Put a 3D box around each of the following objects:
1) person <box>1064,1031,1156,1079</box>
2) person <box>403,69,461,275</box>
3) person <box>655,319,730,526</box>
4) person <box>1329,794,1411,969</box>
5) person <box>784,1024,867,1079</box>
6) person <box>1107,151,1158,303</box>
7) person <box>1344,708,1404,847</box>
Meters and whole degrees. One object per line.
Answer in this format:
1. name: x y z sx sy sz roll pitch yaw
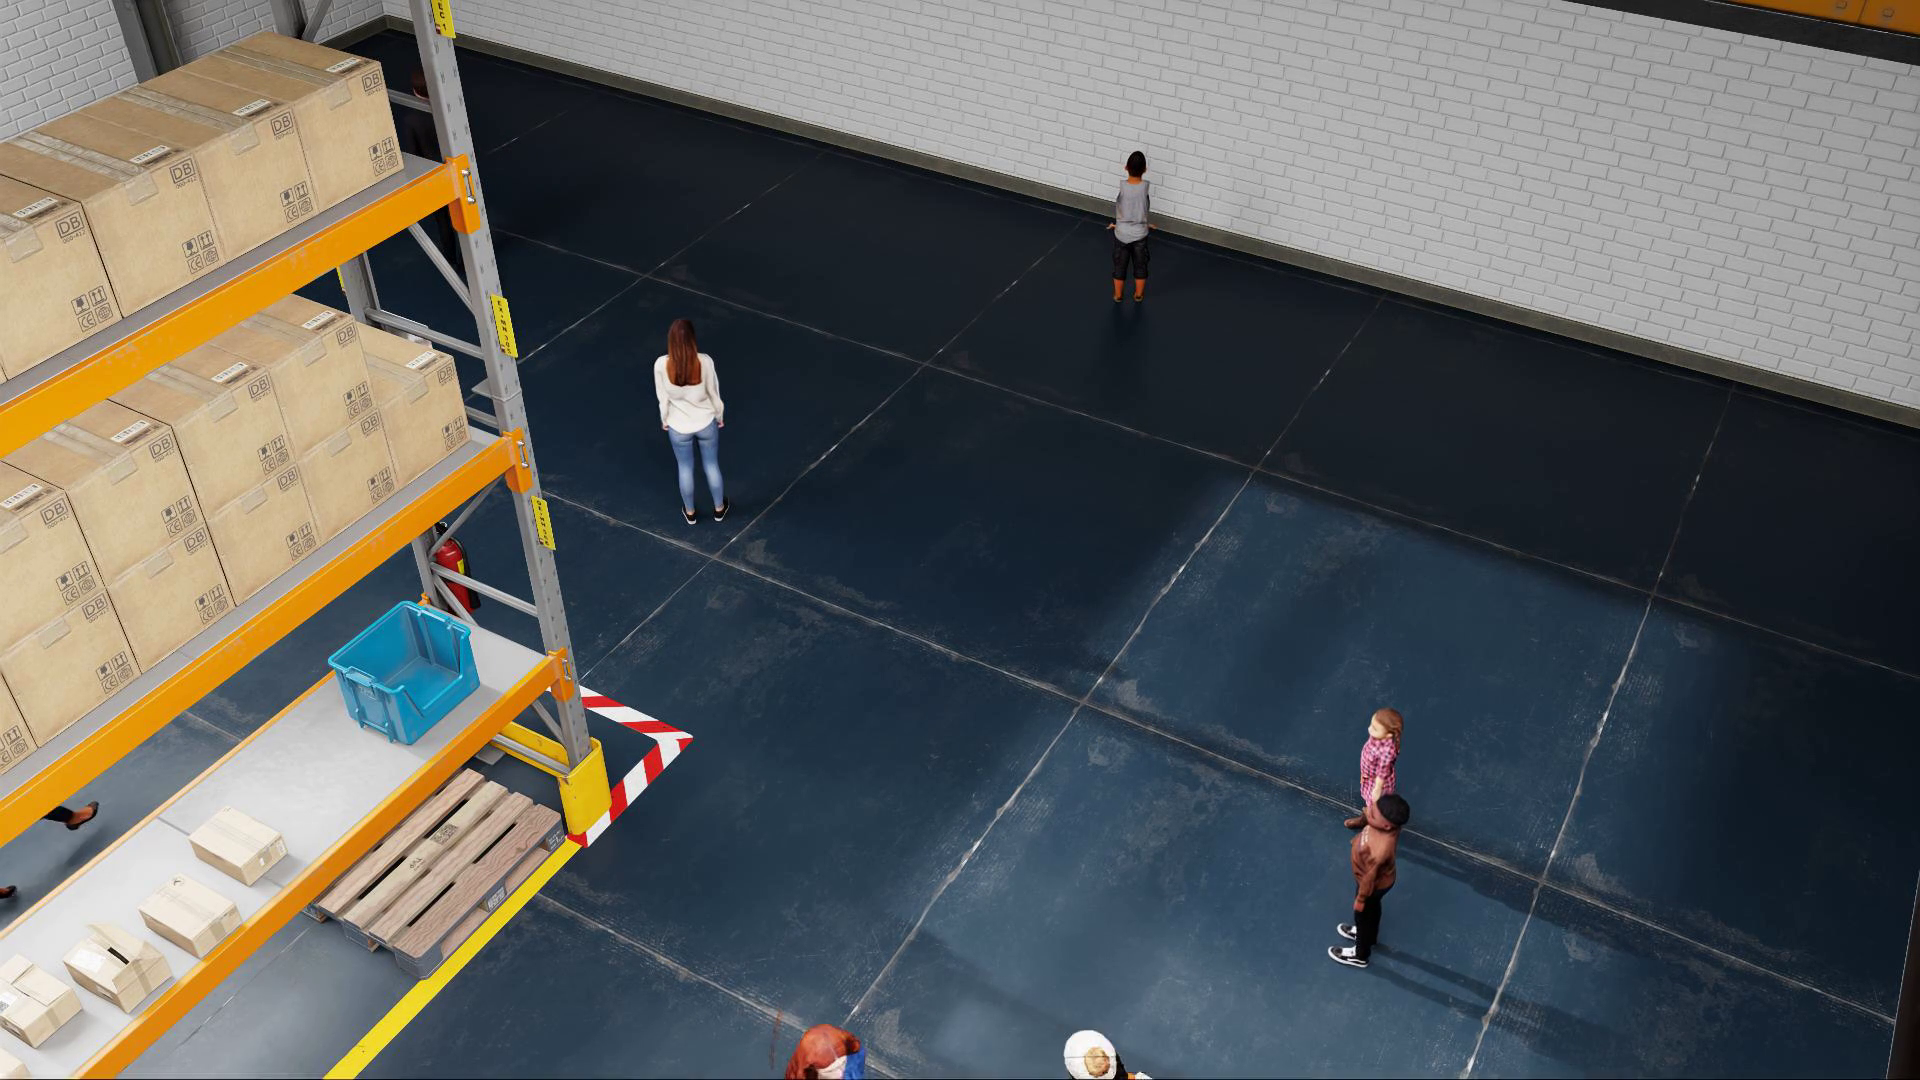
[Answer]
1. person: 0.667 2.812 7.222 1.005 1.856 1.172 2 39 3
2. person: -4.606 -3.272 14.809 0.694 1.894 0.836 -25 45 -28
3. person: -1.914 -0.845 11.931 0.704 1.692 0.736 -4 39 -5
4. person: 2.238 1.814 8.956 0.586 1.252 0.417 16 41 19
5. person: -0.668 2.629 7.510 0.785 1.783 0.838 28 47 31
6. person: 1.509 -2.765 14.525 0.652 1.456 0.651 1 39 1
7. person: 2.440 1.370 9.695 0.553 1.021 0.478 -2 39 -2
